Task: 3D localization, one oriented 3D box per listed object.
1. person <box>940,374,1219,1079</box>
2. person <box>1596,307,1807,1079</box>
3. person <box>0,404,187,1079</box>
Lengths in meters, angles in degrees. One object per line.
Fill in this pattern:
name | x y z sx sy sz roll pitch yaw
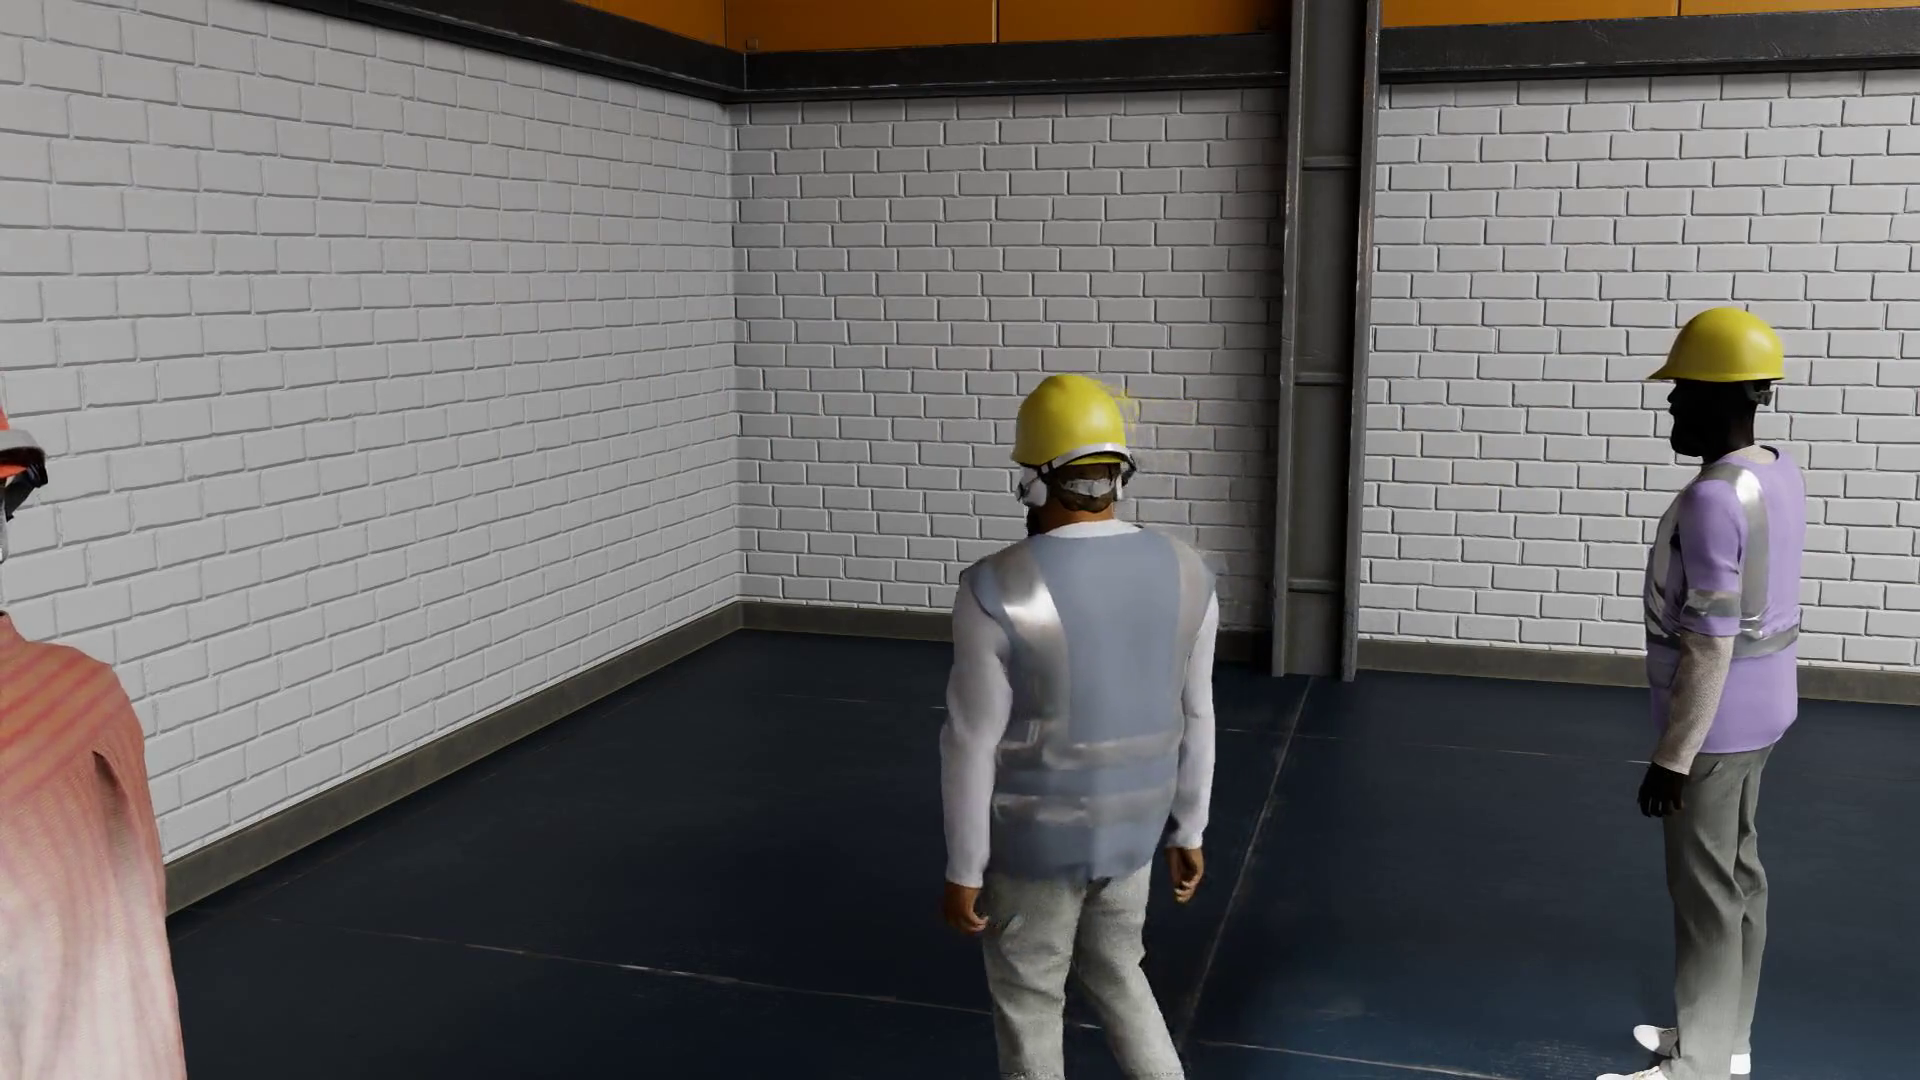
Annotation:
person | 0.245 0.583 3.319 0.597 1.818 0.512 -5 11 -30
person | 1.779 0.418 3.970 0.370 1.928 0.585 8 12 39
person | -0.943 0.772 1.620 0.392 1.991 0.613 -2 10 -13
